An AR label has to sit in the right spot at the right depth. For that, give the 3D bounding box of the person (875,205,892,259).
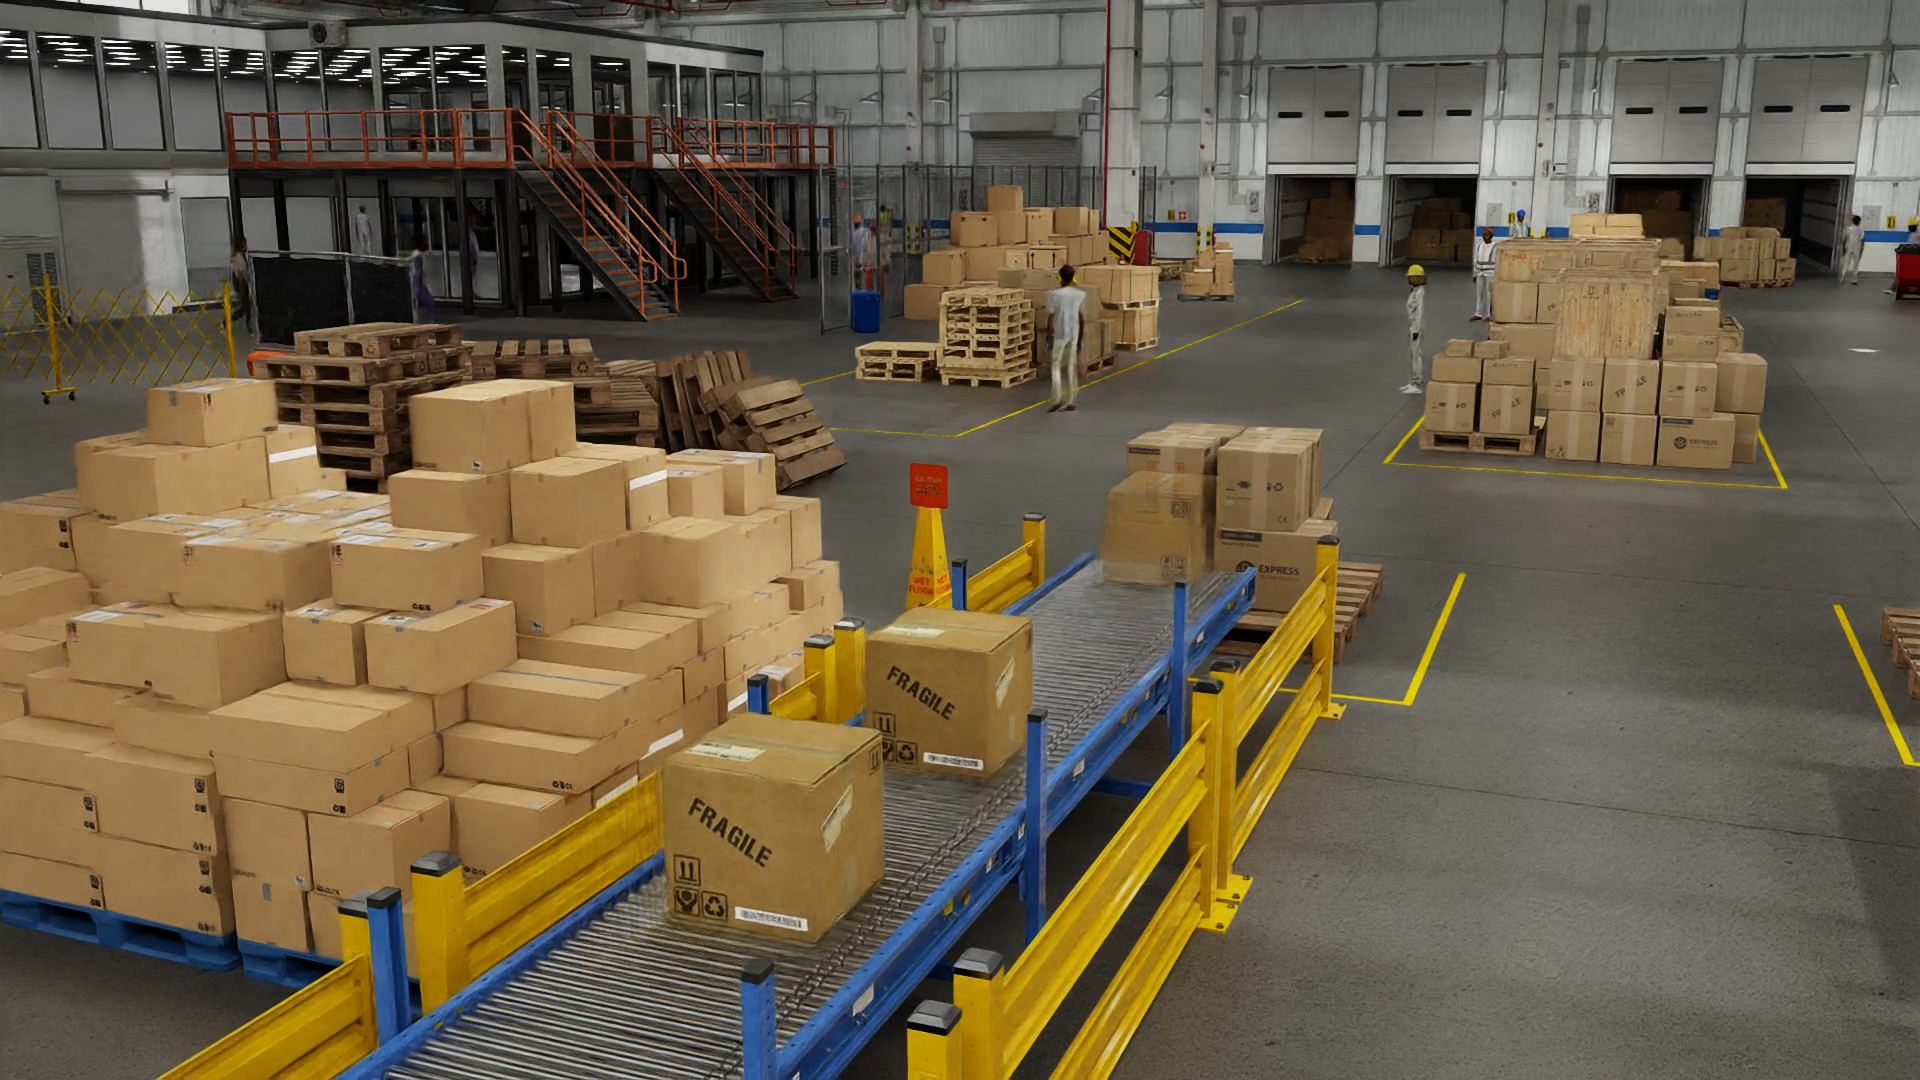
[{"bbox_3d":[-2.616,-10.485,56.672,0.710,1.819,0.537,-10,16,-38],"label":"person"}]

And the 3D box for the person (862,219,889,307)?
[{"bbox_3d":[-1.867,-6.001,36.219,0.652,1.935,1.028,3,13,14],"label":"person"}]

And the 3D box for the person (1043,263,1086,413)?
[{"bbox_3d":[1.304,-2.510,20.745,0.536,1.872,0.343,-3,13,-14],"label":"person"}]

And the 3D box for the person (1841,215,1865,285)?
[{"bbox_3d":[23.381,-7.577,43.552,0.650,1.839,0.535,-12,17,-43],"label":"person"}]

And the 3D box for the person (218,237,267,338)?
[{"bbox_3d":[-12.905,-4.496,29.759,0.728,1.827,0.511,-6,14,-24],"label":"person"}]

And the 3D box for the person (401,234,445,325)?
[{"bbox_3d":[-9.697,-4.571,30.009,1.068,1.852,0.604,-7,14,-28],"label":"person"}]

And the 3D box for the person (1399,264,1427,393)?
[{"bbox_3d":[6.177,-2.870,22.631,0.319,1.743,0.488,2,13,9],"label":"person"}]

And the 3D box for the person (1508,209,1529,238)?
[{"bbox_3d":[14.999,-7.897,44.709,0.607,1.951,0.380,-4,13,-19],"label":"person"}]

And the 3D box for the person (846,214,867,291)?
[{"bbox_3d":[-2.602,-7.285,42.107,0.538,1.902,0.987,1,13,7],"label":"person"}]

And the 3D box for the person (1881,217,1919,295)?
[{"bbox_3d":[22.959,-6.833,40.143,1.004,1.870,0.602,3,13,14],"label":"person"}]

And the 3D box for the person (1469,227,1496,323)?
[{"bbox_3d":[10.453,-5.266,33.060,0.340,1.882,0.585,-9,15,-34],"label":"person"}]
